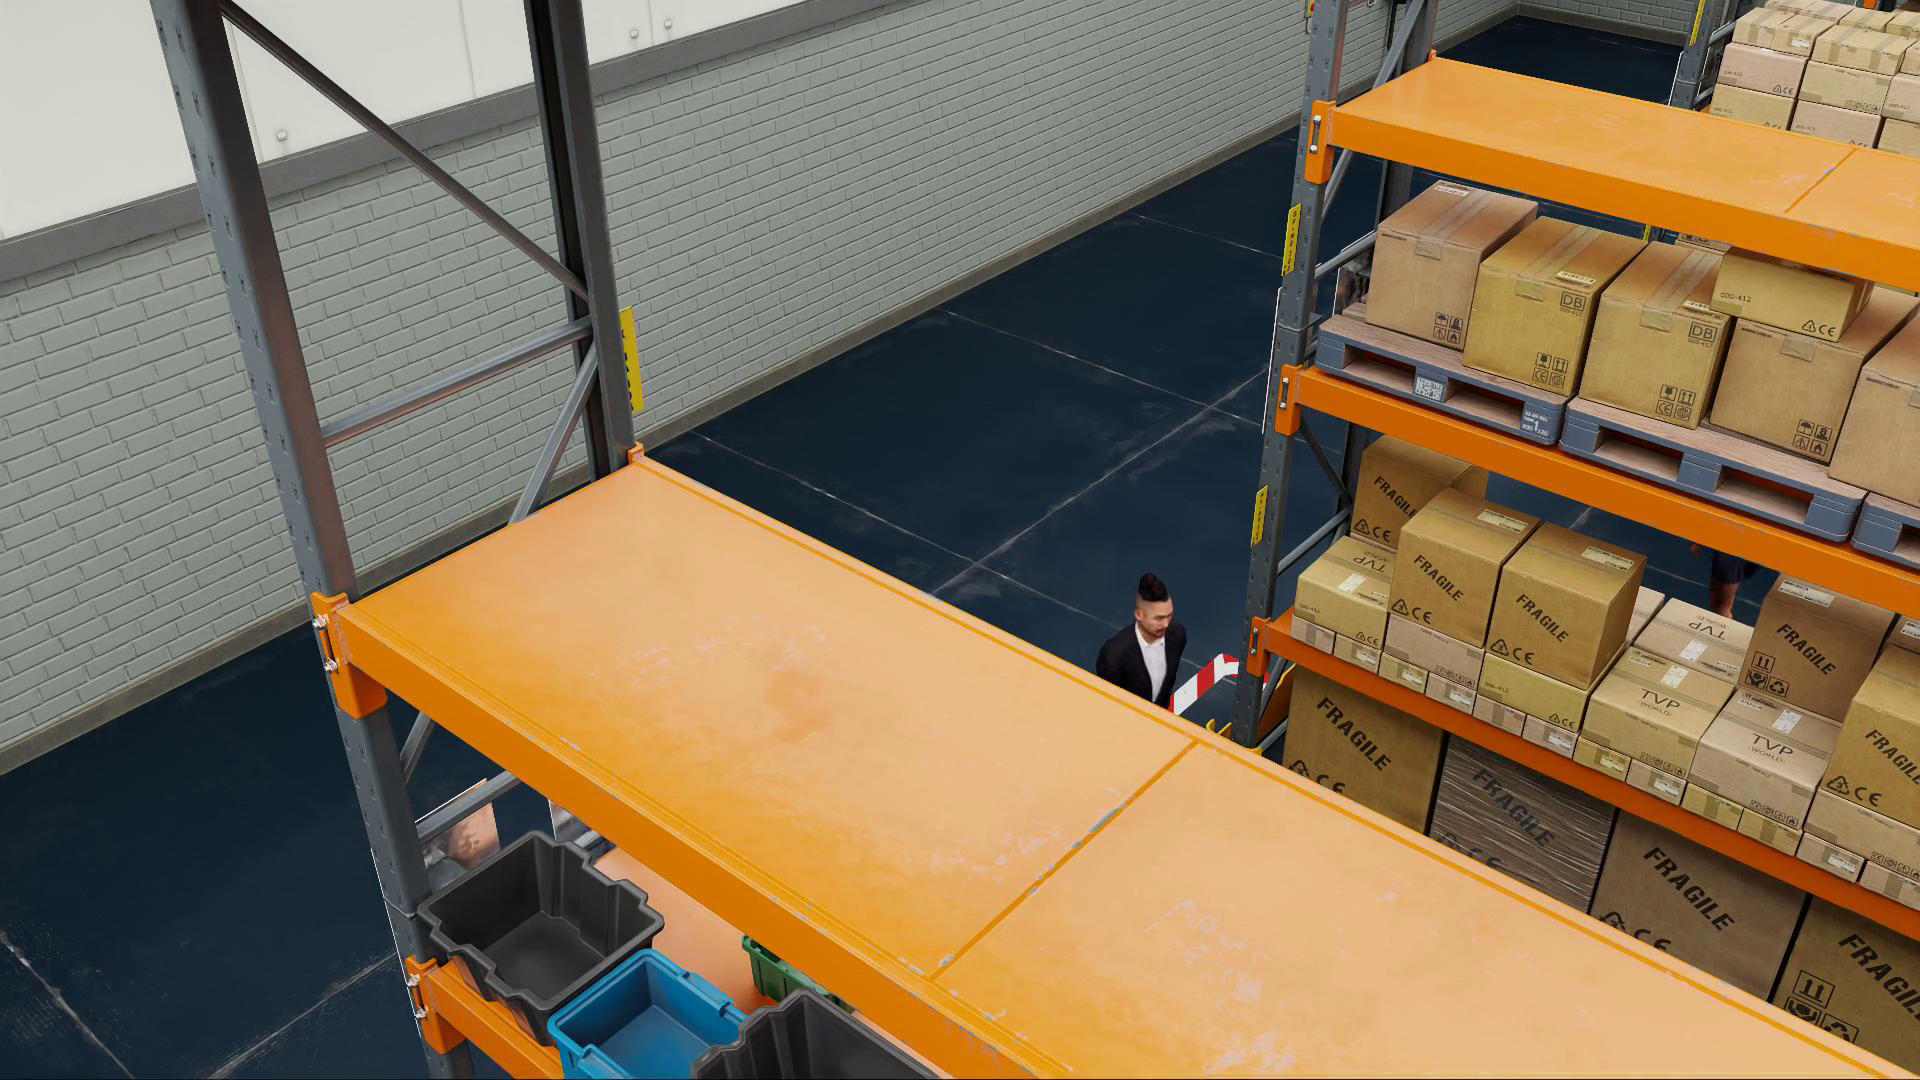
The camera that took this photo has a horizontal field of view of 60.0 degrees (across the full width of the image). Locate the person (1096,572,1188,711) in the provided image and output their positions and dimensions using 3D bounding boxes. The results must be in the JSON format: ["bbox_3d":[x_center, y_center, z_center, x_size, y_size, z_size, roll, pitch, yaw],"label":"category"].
[{"bbox_3d":[0.851,0.909,8.749,1.051,1.917,1.343,-14,35,-20],"label":"person"}]
